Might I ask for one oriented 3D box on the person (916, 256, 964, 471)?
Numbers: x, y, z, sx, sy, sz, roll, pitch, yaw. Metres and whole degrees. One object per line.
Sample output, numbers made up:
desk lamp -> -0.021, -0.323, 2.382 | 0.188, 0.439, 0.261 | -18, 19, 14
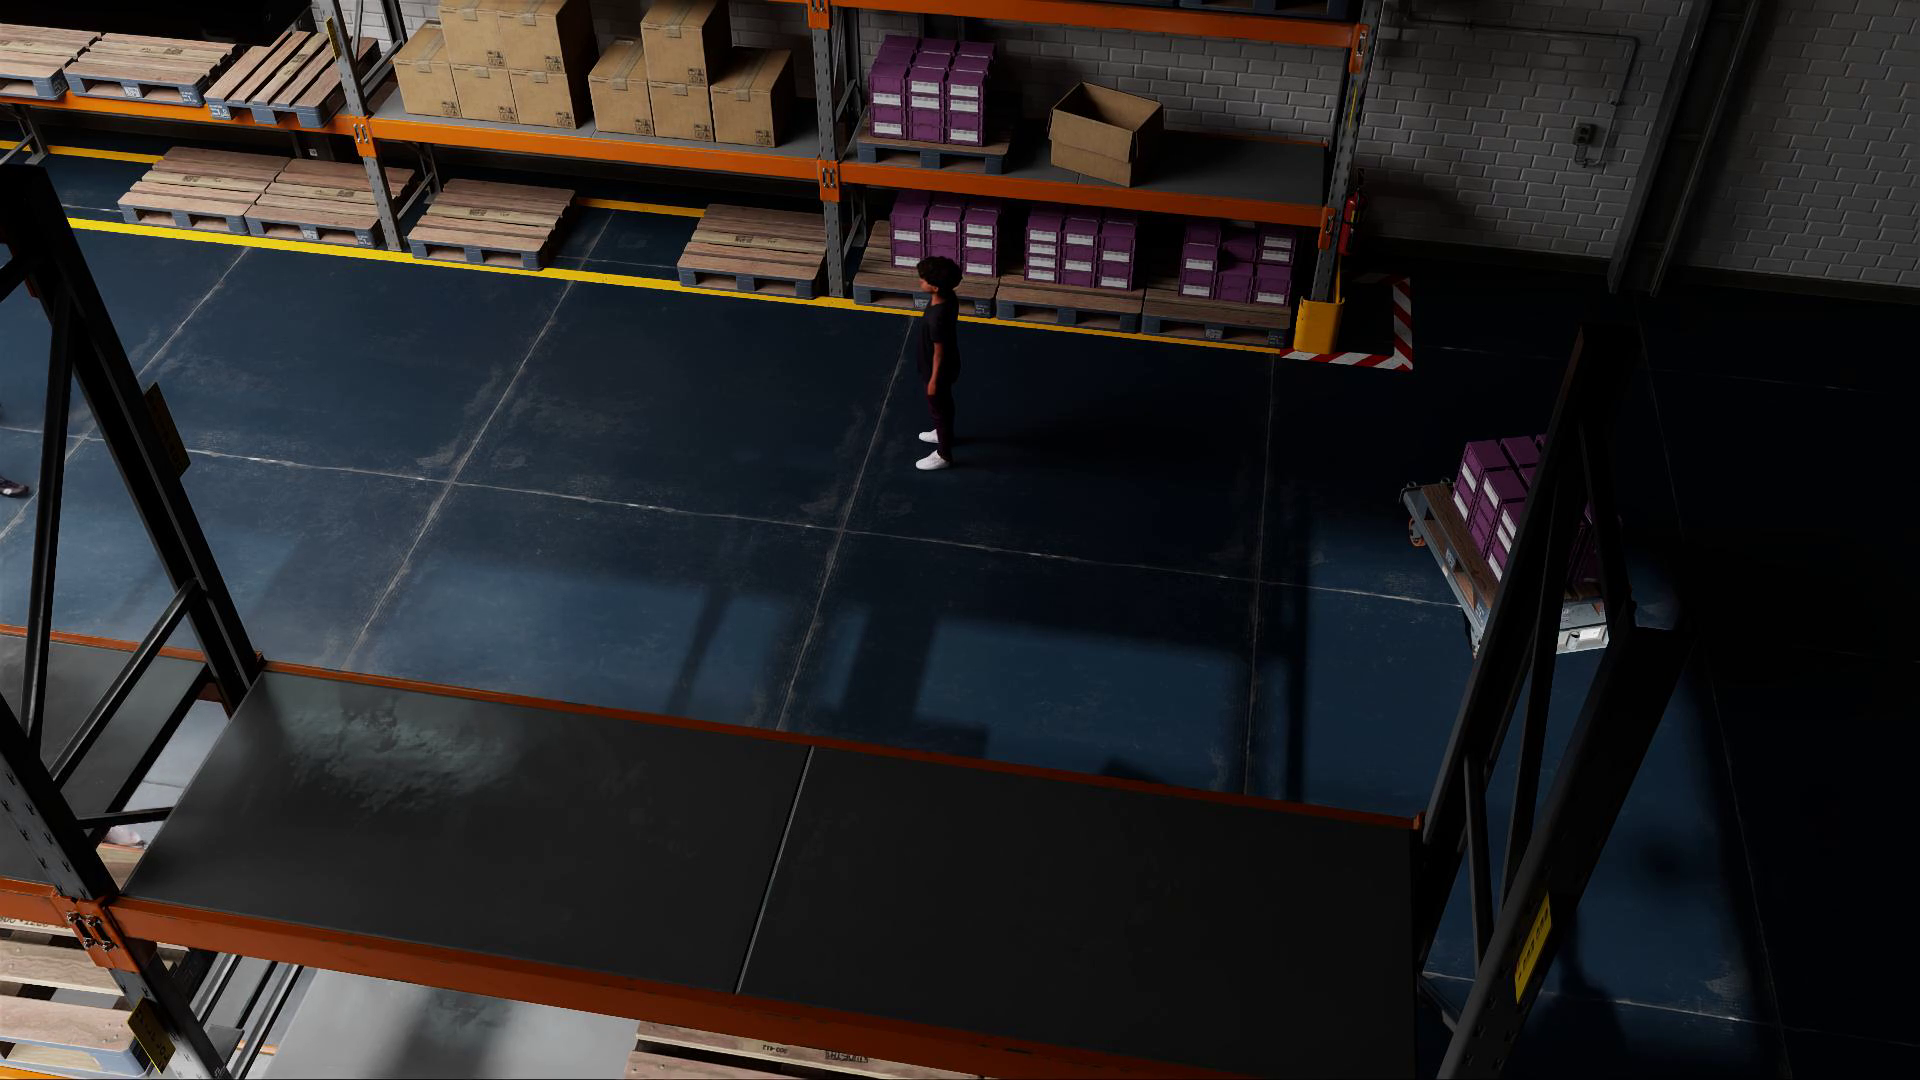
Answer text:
person -> -0.151, -1.300, 12.074 | 0.599, 1.784, 0.649 | 2, 44, 3
